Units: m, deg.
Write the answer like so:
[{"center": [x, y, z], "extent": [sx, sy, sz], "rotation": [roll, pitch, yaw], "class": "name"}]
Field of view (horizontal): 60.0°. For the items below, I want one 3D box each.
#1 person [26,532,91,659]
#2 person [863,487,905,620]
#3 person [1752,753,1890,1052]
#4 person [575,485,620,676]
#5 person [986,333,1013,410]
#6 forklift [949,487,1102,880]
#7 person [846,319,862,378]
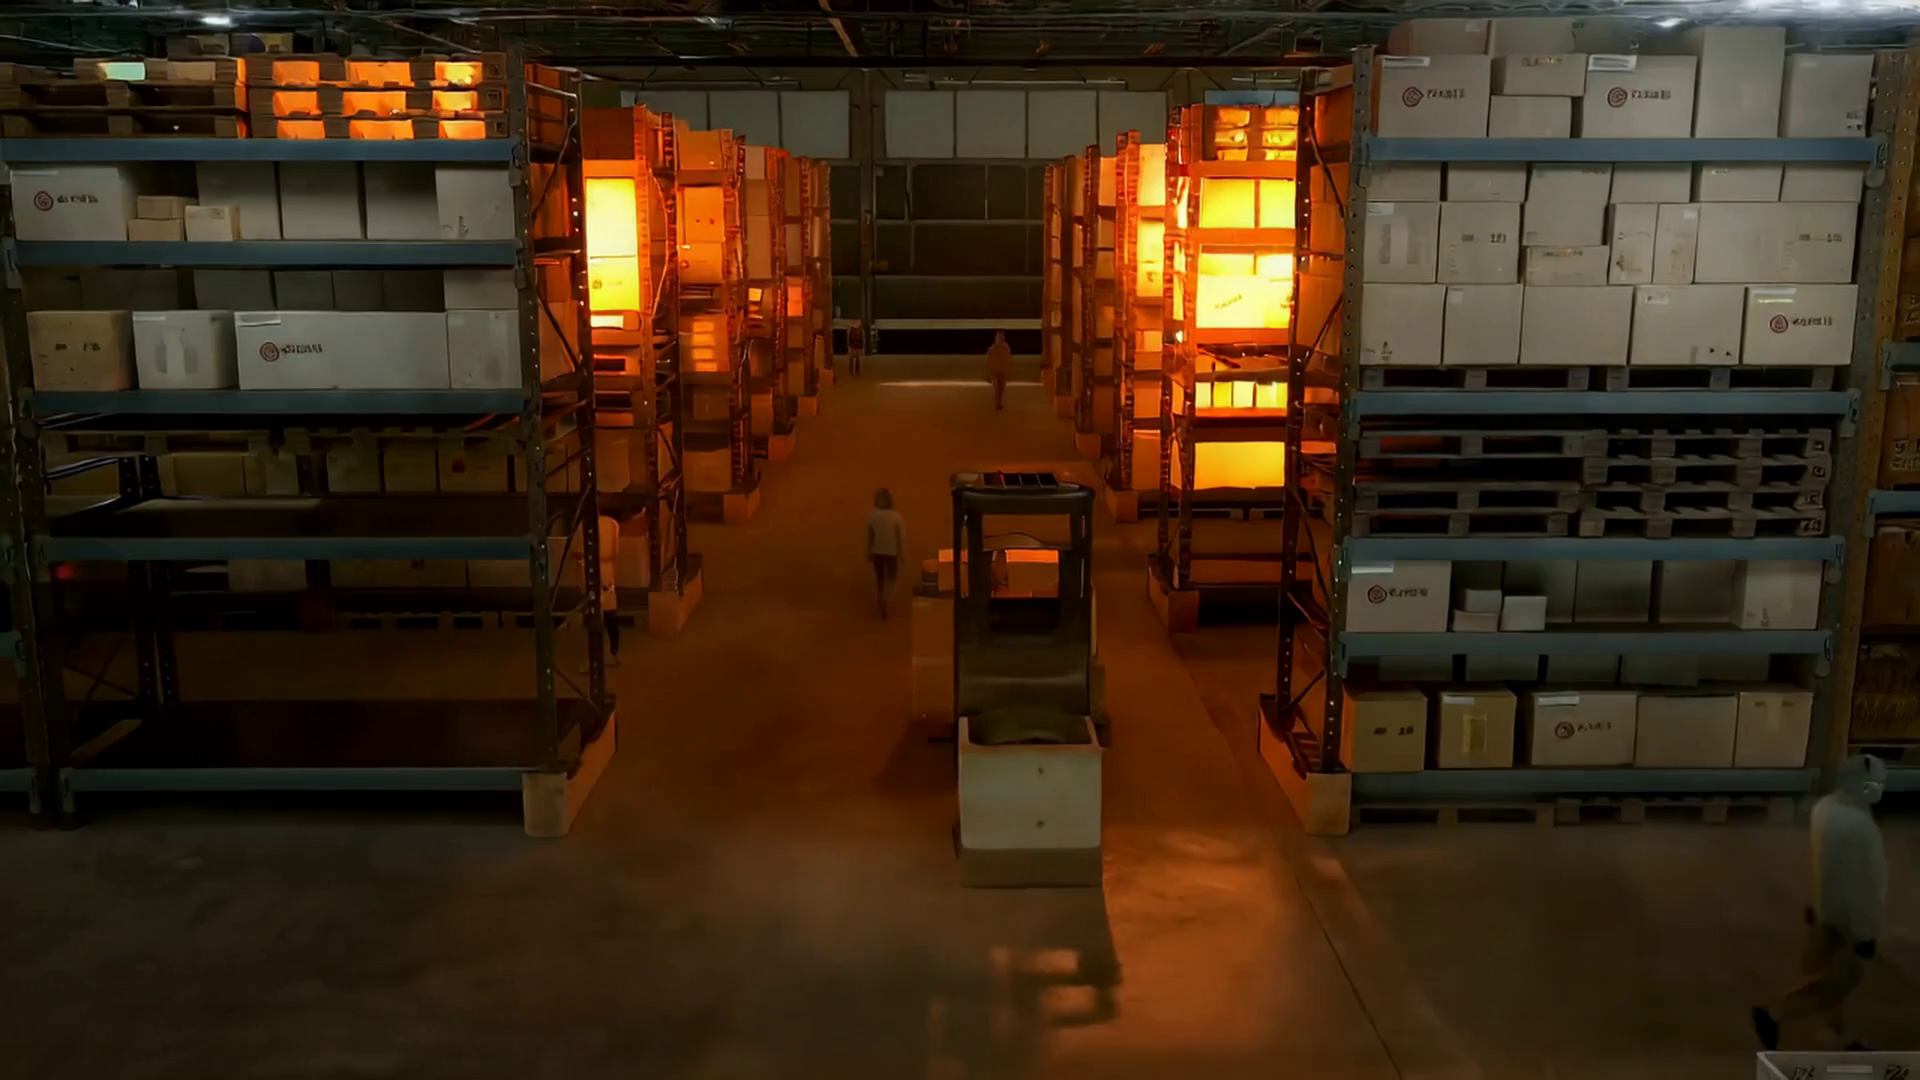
[{"center": [-10.059, 0.475, 18.331], "extent": [0.786, 1.665, 0.535], "rotation": [-1, 11, -7], "class": "person"}, {"center": [-0.924, 0.173, 19.971], "extent": [0.509, 1.618, 0.605], "rotation": [2, 12, 12], "class": "person"}, {"center": [5.032, 2.134, 9.601], "extent": [0.690, 1.882, 0.655], "rotation": [2, 12, 11], "class": "person"}, {"center": [-3.864, 0.428, 17.665], "extent": [0.373, 2.044, 0.608], "rotation": [6, 13, 26], "class": "person"}, {"center": [0.976, -4.141, 40.809], "extent": [0.662, 1.888, 0.848], "rotation": [-4, 12, -19], "class": "person"}, {"center": [0.495, 0.986, 12.813], "extent": [1.129, 2.768, 1.873], "rotation": [0, 11, -2], "class": "forklift"}, {"center": [-3.064, -5.532, 48.065], "extent": [0.539, 1.695, 0.319], "rotation": [10, 15, 39], "class": "person"}]
